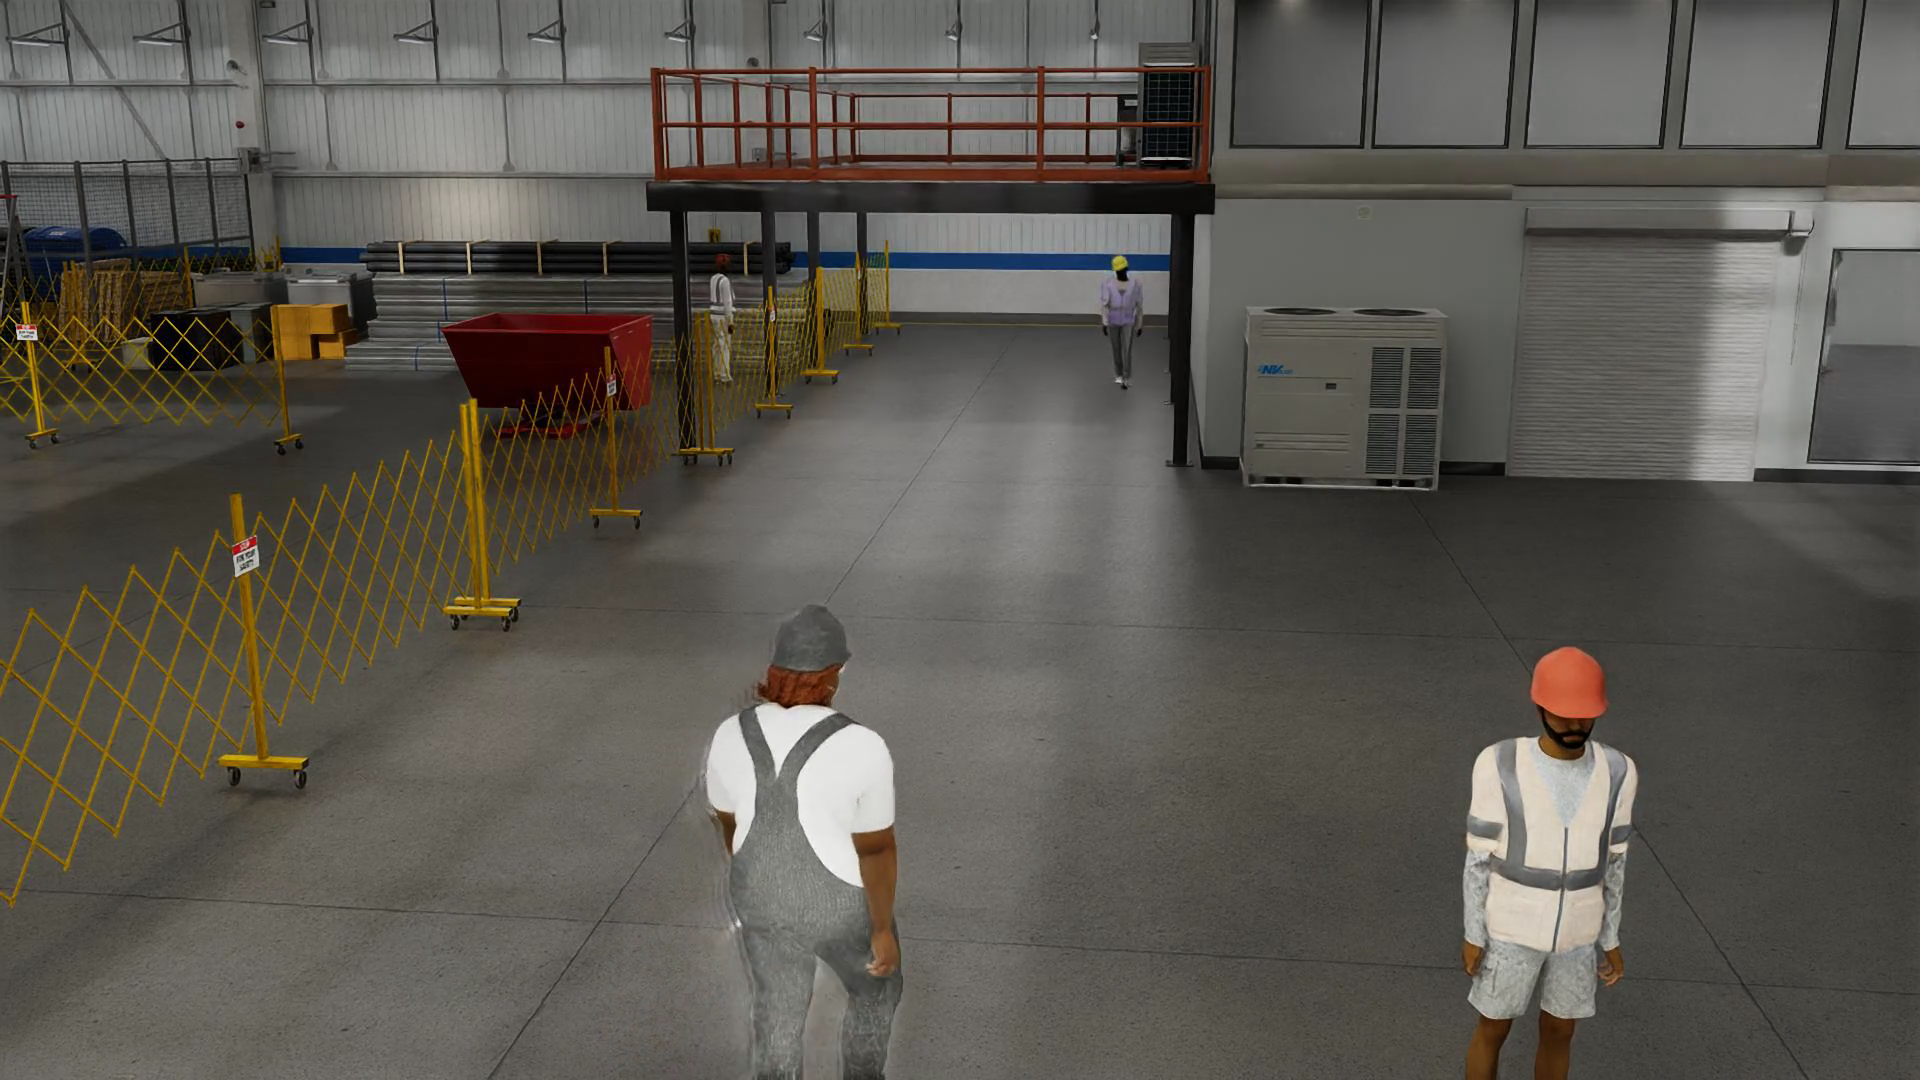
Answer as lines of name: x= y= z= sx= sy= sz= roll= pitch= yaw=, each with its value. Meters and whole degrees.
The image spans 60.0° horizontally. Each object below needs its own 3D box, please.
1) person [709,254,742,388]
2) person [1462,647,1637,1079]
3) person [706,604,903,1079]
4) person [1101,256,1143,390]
person: x=-3.351 y=-3.102 z=23.550 sx=0.358 sy=1.883 sz=0.572 roll=-7 pitch=15 yaw=-27
person: x=1.940 y=1.281 z=5.515 sx=0.543 sy=1.939 sz=0.362 roll=0 pitch=14 yaw=1
person: x=-0.473 y=1.182 z=5.707 sx=0.713 sy=2.000 sz=0.641 roll=6 pitch=15 yaw=23
person: x=2.291 y=-3.097 z=23.601 sx=0.587 sy=1.871 sz=1.052 roll=2 pitch=14 yaw=7
